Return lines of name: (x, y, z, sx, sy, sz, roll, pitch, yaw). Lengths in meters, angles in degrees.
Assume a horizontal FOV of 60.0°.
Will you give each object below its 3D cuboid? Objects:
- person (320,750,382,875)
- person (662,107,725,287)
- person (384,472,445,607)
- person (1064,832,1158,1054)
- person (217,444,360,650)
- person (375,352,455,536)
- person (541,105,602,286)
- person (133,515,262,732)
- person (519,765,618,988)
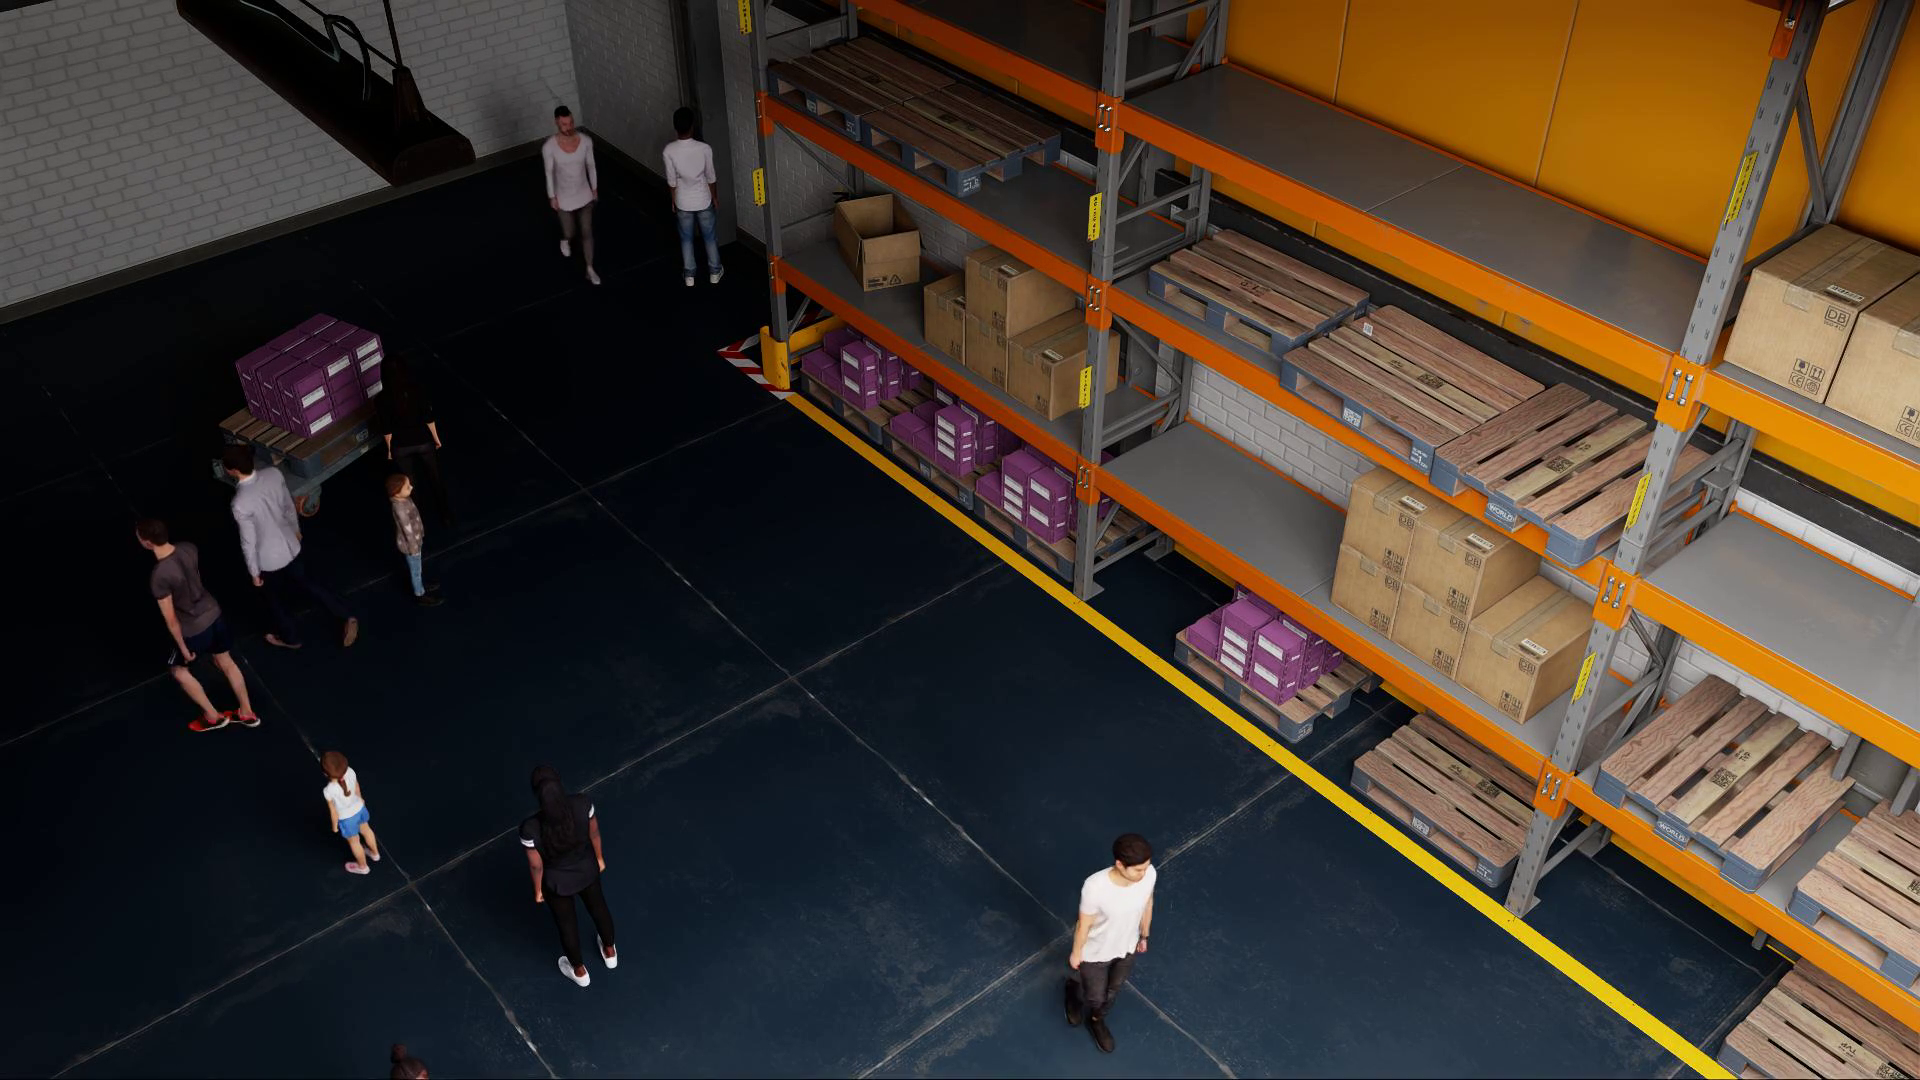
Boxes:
person: (-3.869, 1.712, 10.513, 0.502, 1.019, 0.479, 16, 41, 19)
person: (-2.604, -3.338, 16.198, 0.738, 1.816, 0.760, -4, 39, -5)
person: (-4.154, -0.024, 12.547, 0.605, 1.194, 0.490, -12, 40, -15)
person: (0.805, 2.192, 9.364, 0.737, 1.703, 0.751, -14, 41, -16)
person: (-4.819, 0.093, 11.895, 1.171, 1.826, 1.045, 10, 40, 12)
person: (-4.311, -0.753, 13.101, 0.619, 1.642, 0.581, -16, 41, -19)
person: (-3.817, -3.421, 16.298, 0.832, 1.821, 1.052, -16, 41, -19)
person: (-5.090, 0.589, 11.263, 0.859, 1.838, 0.815, 10, 40, 13)
person: (-2.268, 1.935, 9.656, 0.610, 1.741, 0.562, -26, 45, -28)
